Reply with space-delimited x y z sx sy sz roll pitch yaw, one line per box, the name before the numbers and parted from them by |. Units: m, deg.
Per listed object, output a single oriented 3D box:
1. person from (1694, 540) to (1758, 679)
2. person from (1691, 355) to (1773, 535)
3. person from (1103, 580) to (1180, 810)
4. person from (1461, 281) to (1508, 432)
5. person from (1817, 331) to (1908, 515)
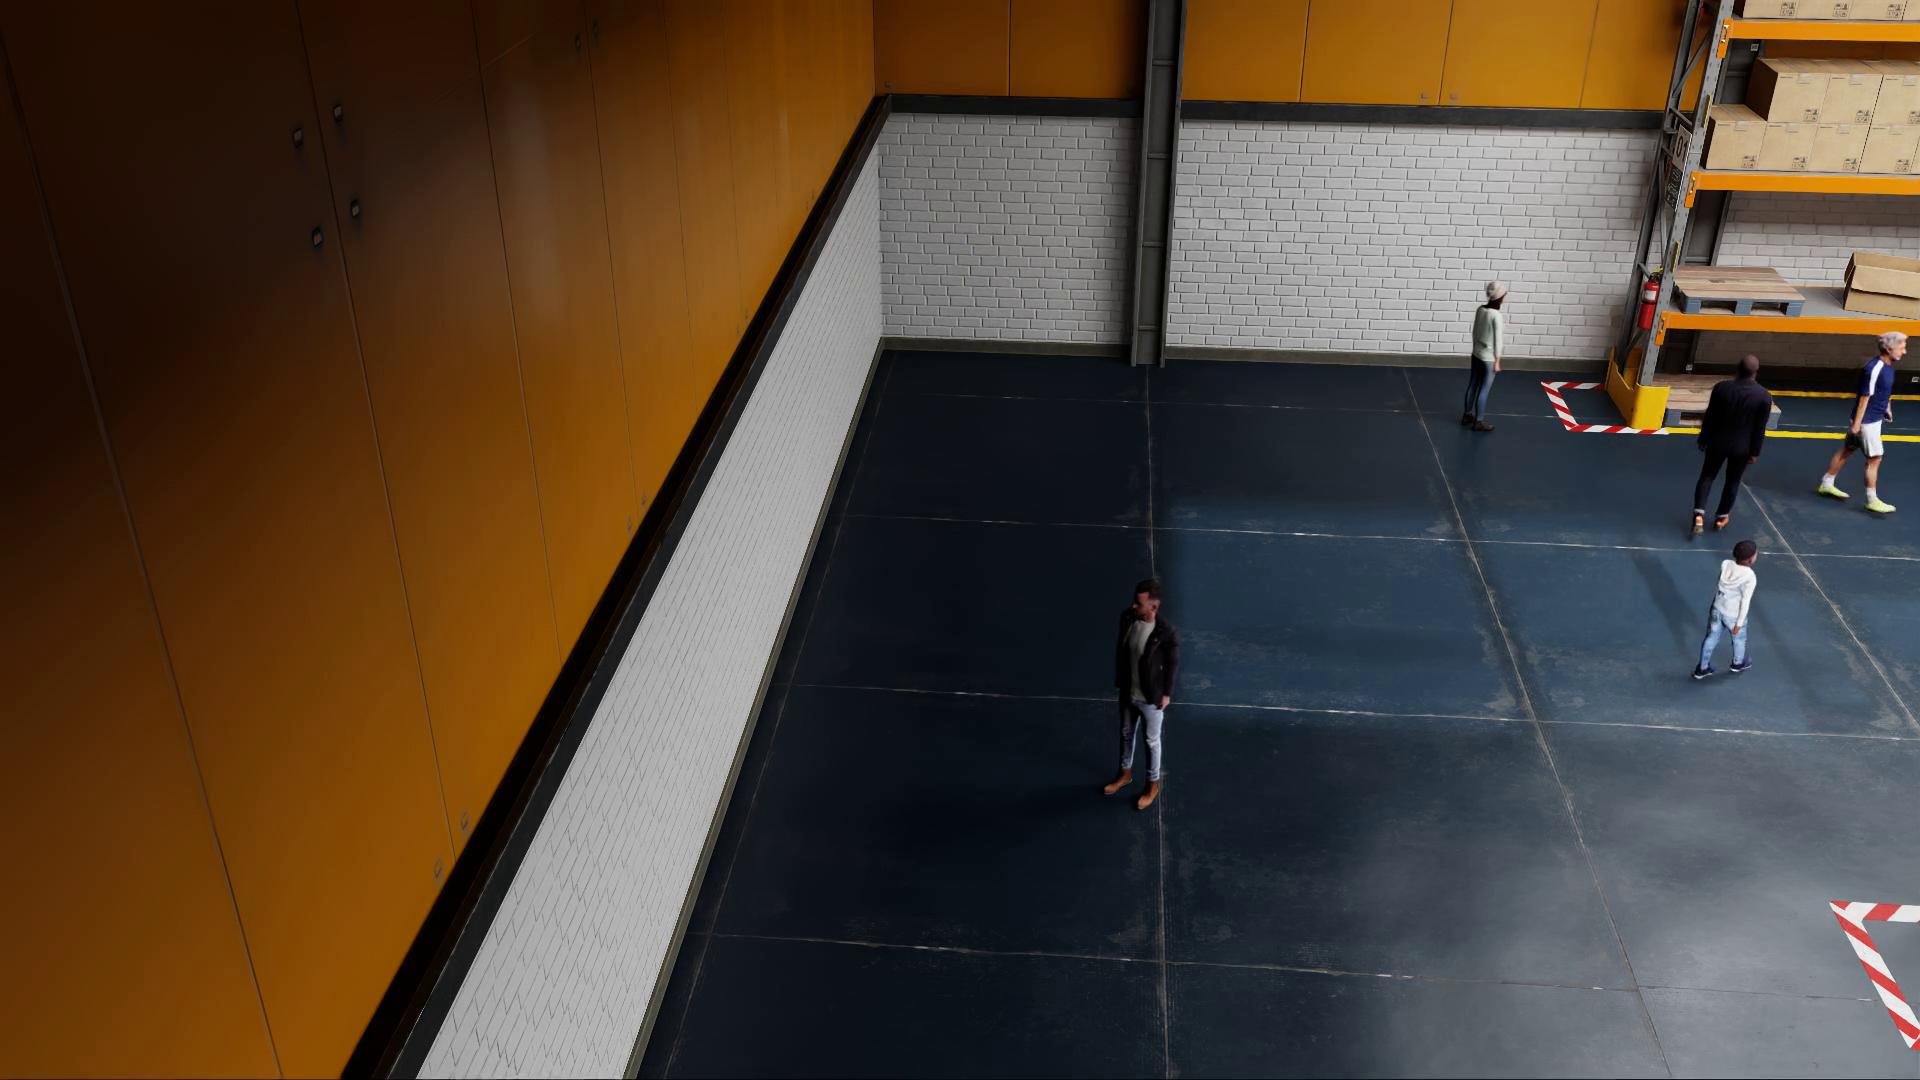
person | 6.188 0.584 13.477 0.827 1.239 0.732 -18 33 -30
person | 7.159 -0.855 15.523 1.046 1.807 1.034 17 33 29
person | 1.317 1.071 11.962 0.696 1.835 0.797 22 36 35
person | 5.606 -1.974 17.734 0.632 1.652 0.639 -10 30 -18
person | 8.714 -1.198 16.151 1.083 1.807 0.935 17 33 29
